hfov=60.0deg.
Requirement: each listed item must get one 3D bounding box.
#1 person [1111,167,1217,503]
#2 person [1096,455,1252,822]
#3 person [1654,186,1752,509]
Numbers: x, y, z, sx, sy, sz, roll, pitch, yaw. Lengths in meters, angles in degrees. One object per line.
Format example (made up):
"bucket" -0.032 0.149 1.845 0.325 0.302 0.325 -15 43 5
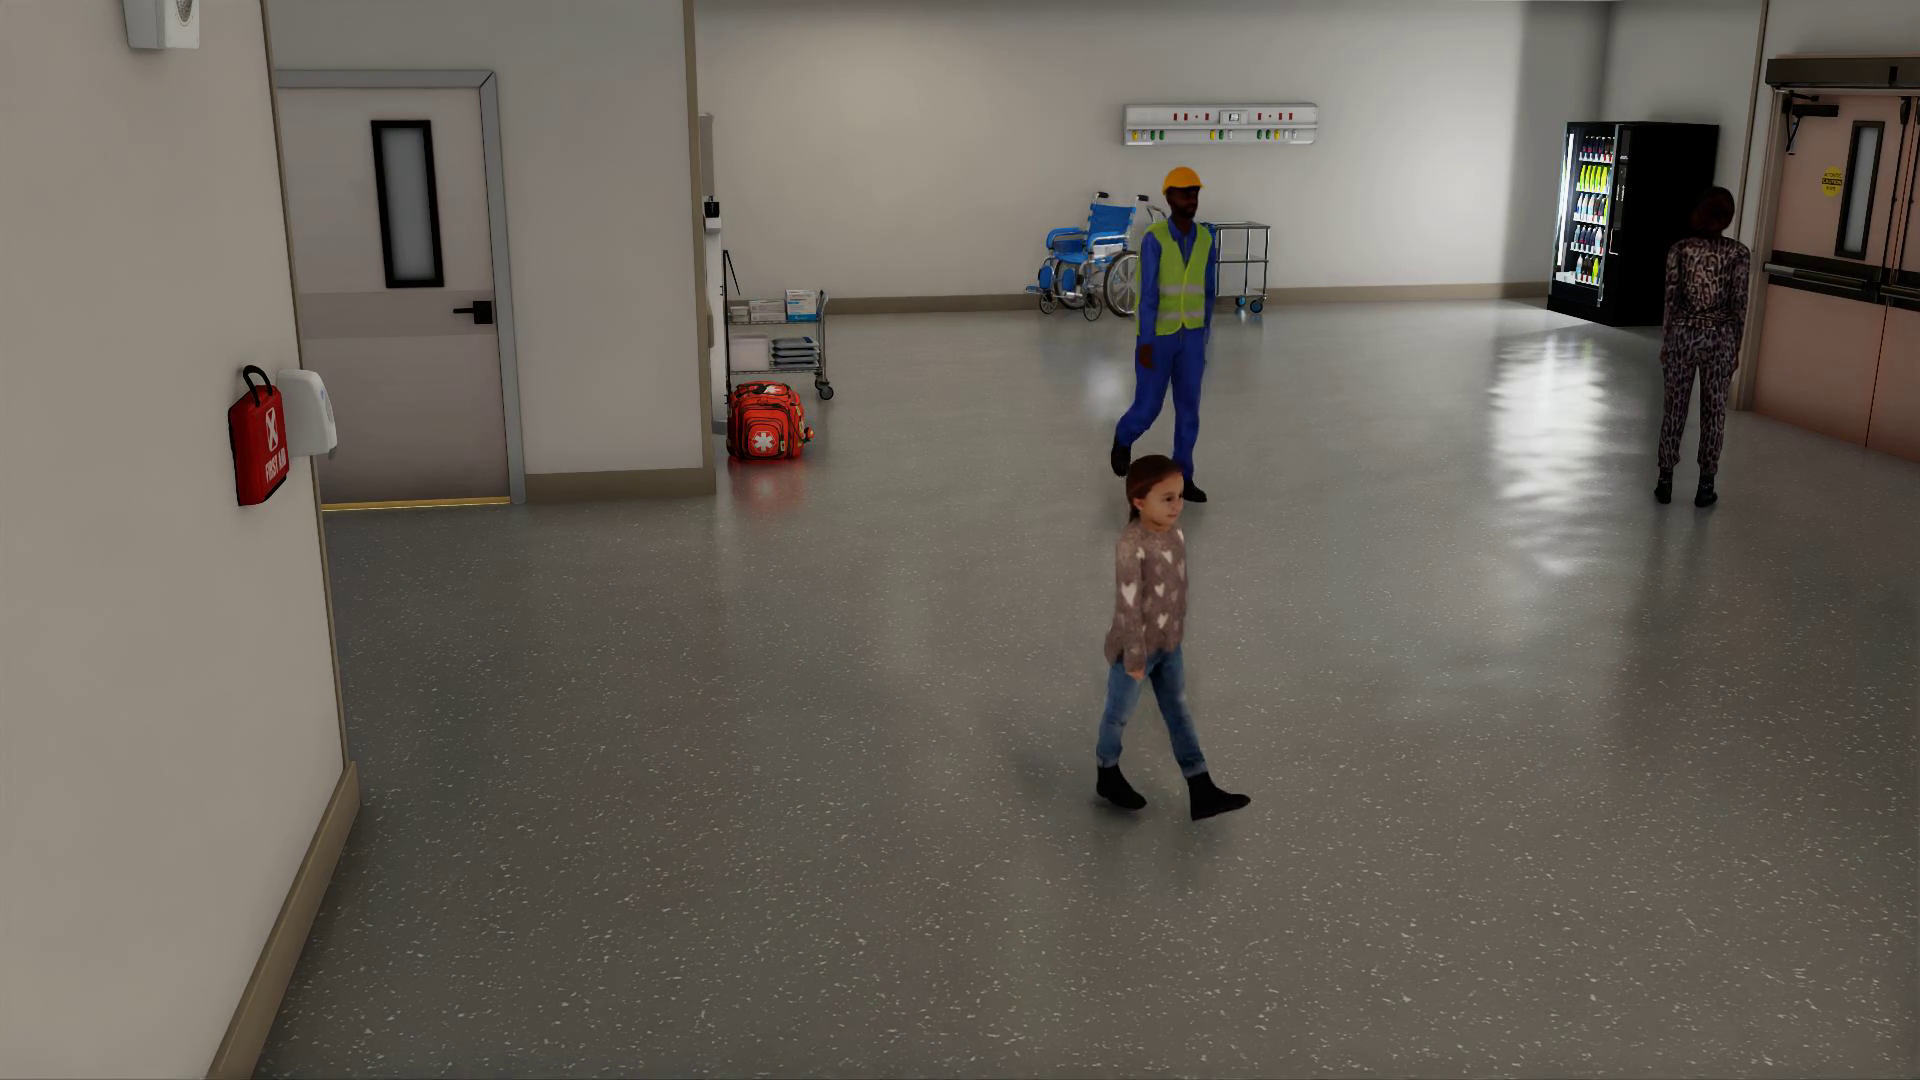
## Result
"person" 1.120 -1.128 9.165 0.801 1.797 1.079 -7 17 -23
"person" 0.545 0.305 5.238 0.741 1.171 0.861 -14 21 -41
"person" 4.006 -1.042 9.007 0.677 1.717 0.723 8 18 27
